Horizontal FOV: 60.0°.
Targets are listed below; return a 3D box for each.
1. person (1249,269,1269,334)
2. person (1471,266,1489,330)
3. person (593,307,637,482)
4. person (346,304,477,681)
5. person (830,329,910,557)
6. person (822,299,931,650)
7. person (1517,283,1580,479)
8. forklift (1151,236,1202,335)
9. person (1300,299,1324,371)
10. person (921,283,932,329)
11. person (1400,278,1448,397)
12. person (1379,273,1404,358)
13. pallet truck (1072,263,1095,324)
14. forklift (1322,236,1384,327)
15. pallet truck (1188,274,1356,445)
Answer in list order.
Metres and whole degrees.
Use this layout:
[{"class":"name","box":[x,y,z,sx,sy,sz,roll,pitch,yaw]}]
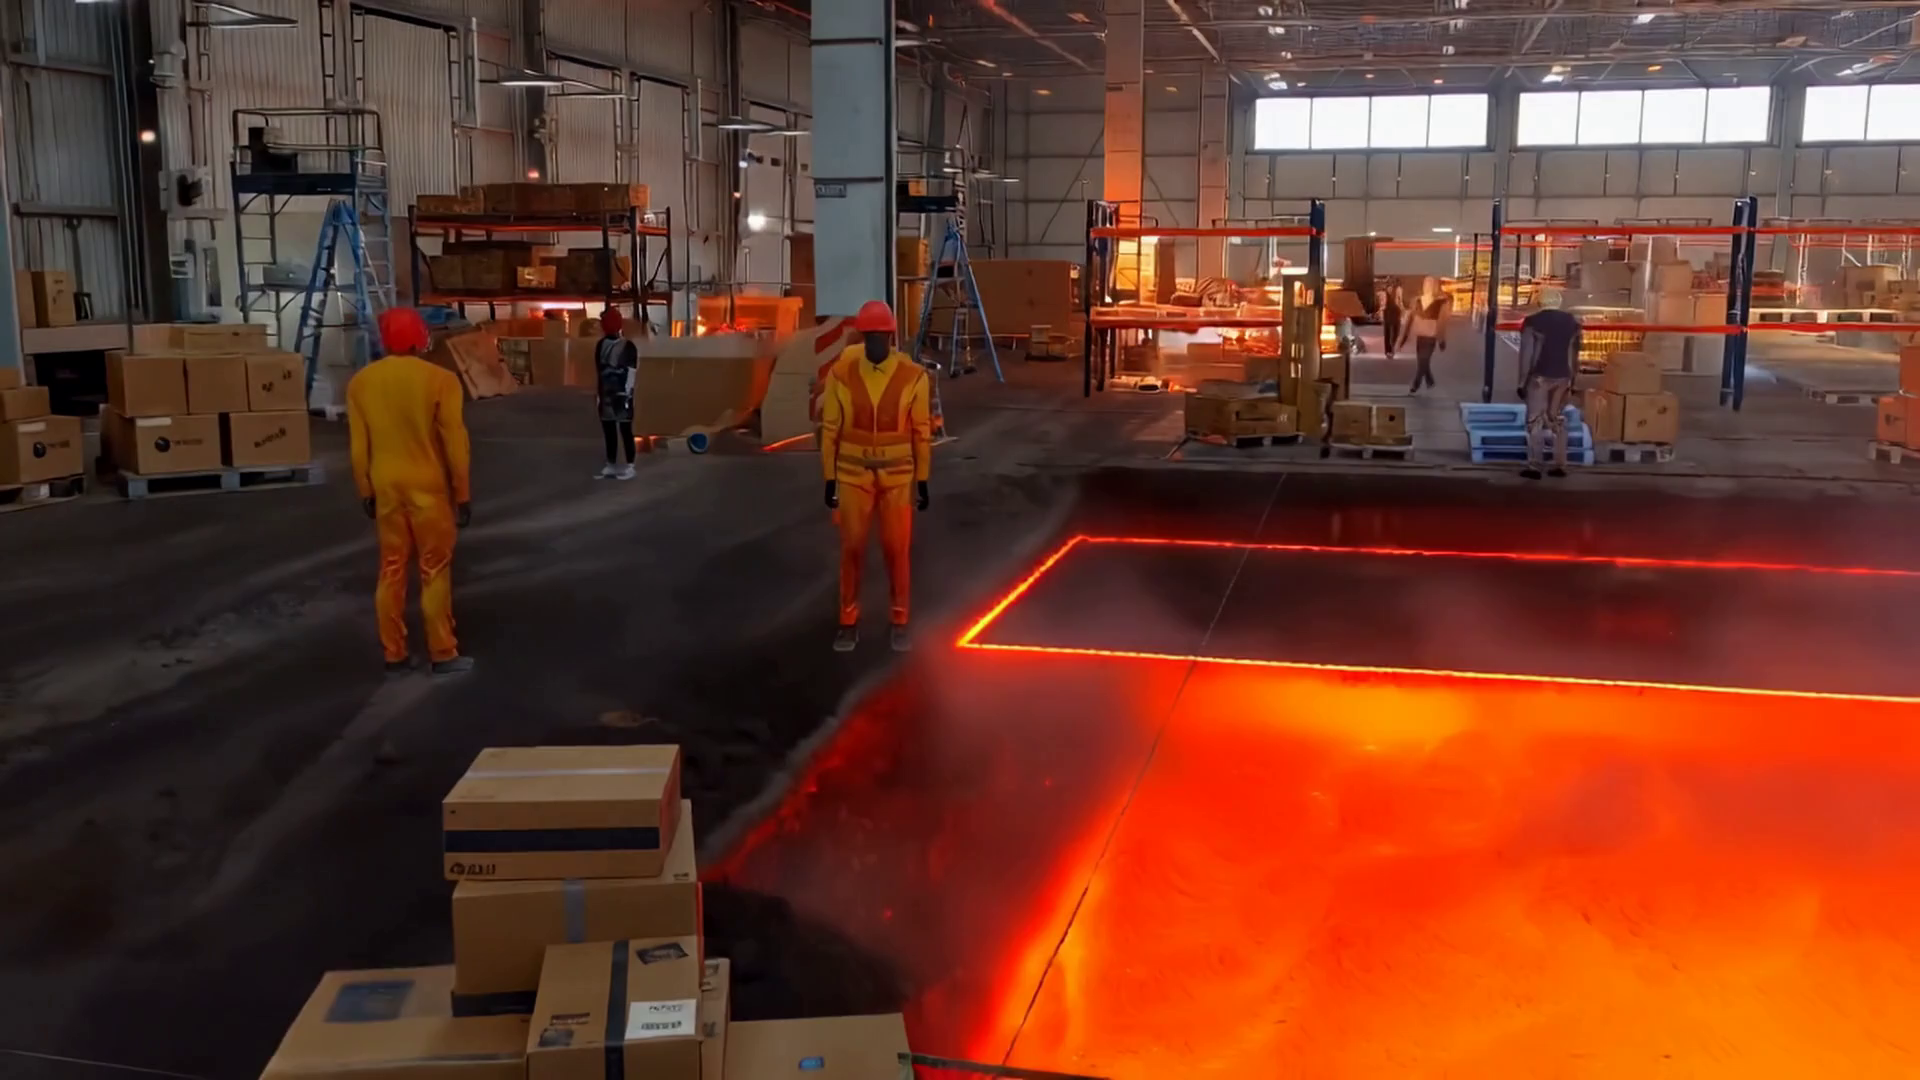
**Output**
[{"class":"person","box":[8.524,-6.833,47.689,0.590,1.850,0.900,-4,10,-20]},{"class":"person","box":[15.563,-7.208,49.653,0.570,1.926,0.549,3,10,15]},{"class":"person","box":[-3.377,-1.417,16.227,0.541,1.697,0.316,7,12,35]},{"class":"person","box":[-2.812,-0.236,8.565,0.635,1.937,0.352,2,10,12]},{"class":"person","box":[-0.651,-0.782,12.167,0.634,1.817,0.856,3,10,20]},{"class":"person","box":[-0.464,-0.354,9.225,0.602,1.949,0.390,0,10,-1]},{"class":"person","box":[5.816,-1.567,16.471,0.641,1.926,0.397,-3,10,-17]},{"class":"forklift","box":[5.866,-7.214,46.878,1.873,2.768,1.129,2,10,14]},{"class":"person","box":[6.789,-4.102,31.931,0.485,1.738,0.322,-4,10,-20]},{"class":"person","box":[-0.917,-7.353,50.505,0.544,1.929,0.386,-5,11,-27]},{"class":"person","box":[7.328,-3.176,26.093,0.718,1.868,0.798,7,12,38]},{"class":"person","box":[9.385,-4.870,36.157,0.545,1.828,0.422,4,10,21]},{"class":"pallet truck","box":[4.325,-8.180,55.162,0.823,1.965,1.885,6,11,31]},{"class":"forklift","box":[12.227,-8.024,51.649,1.873,2.768,1.129,-2,10,-14]},{"class":"pallet truck","box":[3.653,-2.138,19.590,1.885,1.965,0.823,-4,10,-20]}]
